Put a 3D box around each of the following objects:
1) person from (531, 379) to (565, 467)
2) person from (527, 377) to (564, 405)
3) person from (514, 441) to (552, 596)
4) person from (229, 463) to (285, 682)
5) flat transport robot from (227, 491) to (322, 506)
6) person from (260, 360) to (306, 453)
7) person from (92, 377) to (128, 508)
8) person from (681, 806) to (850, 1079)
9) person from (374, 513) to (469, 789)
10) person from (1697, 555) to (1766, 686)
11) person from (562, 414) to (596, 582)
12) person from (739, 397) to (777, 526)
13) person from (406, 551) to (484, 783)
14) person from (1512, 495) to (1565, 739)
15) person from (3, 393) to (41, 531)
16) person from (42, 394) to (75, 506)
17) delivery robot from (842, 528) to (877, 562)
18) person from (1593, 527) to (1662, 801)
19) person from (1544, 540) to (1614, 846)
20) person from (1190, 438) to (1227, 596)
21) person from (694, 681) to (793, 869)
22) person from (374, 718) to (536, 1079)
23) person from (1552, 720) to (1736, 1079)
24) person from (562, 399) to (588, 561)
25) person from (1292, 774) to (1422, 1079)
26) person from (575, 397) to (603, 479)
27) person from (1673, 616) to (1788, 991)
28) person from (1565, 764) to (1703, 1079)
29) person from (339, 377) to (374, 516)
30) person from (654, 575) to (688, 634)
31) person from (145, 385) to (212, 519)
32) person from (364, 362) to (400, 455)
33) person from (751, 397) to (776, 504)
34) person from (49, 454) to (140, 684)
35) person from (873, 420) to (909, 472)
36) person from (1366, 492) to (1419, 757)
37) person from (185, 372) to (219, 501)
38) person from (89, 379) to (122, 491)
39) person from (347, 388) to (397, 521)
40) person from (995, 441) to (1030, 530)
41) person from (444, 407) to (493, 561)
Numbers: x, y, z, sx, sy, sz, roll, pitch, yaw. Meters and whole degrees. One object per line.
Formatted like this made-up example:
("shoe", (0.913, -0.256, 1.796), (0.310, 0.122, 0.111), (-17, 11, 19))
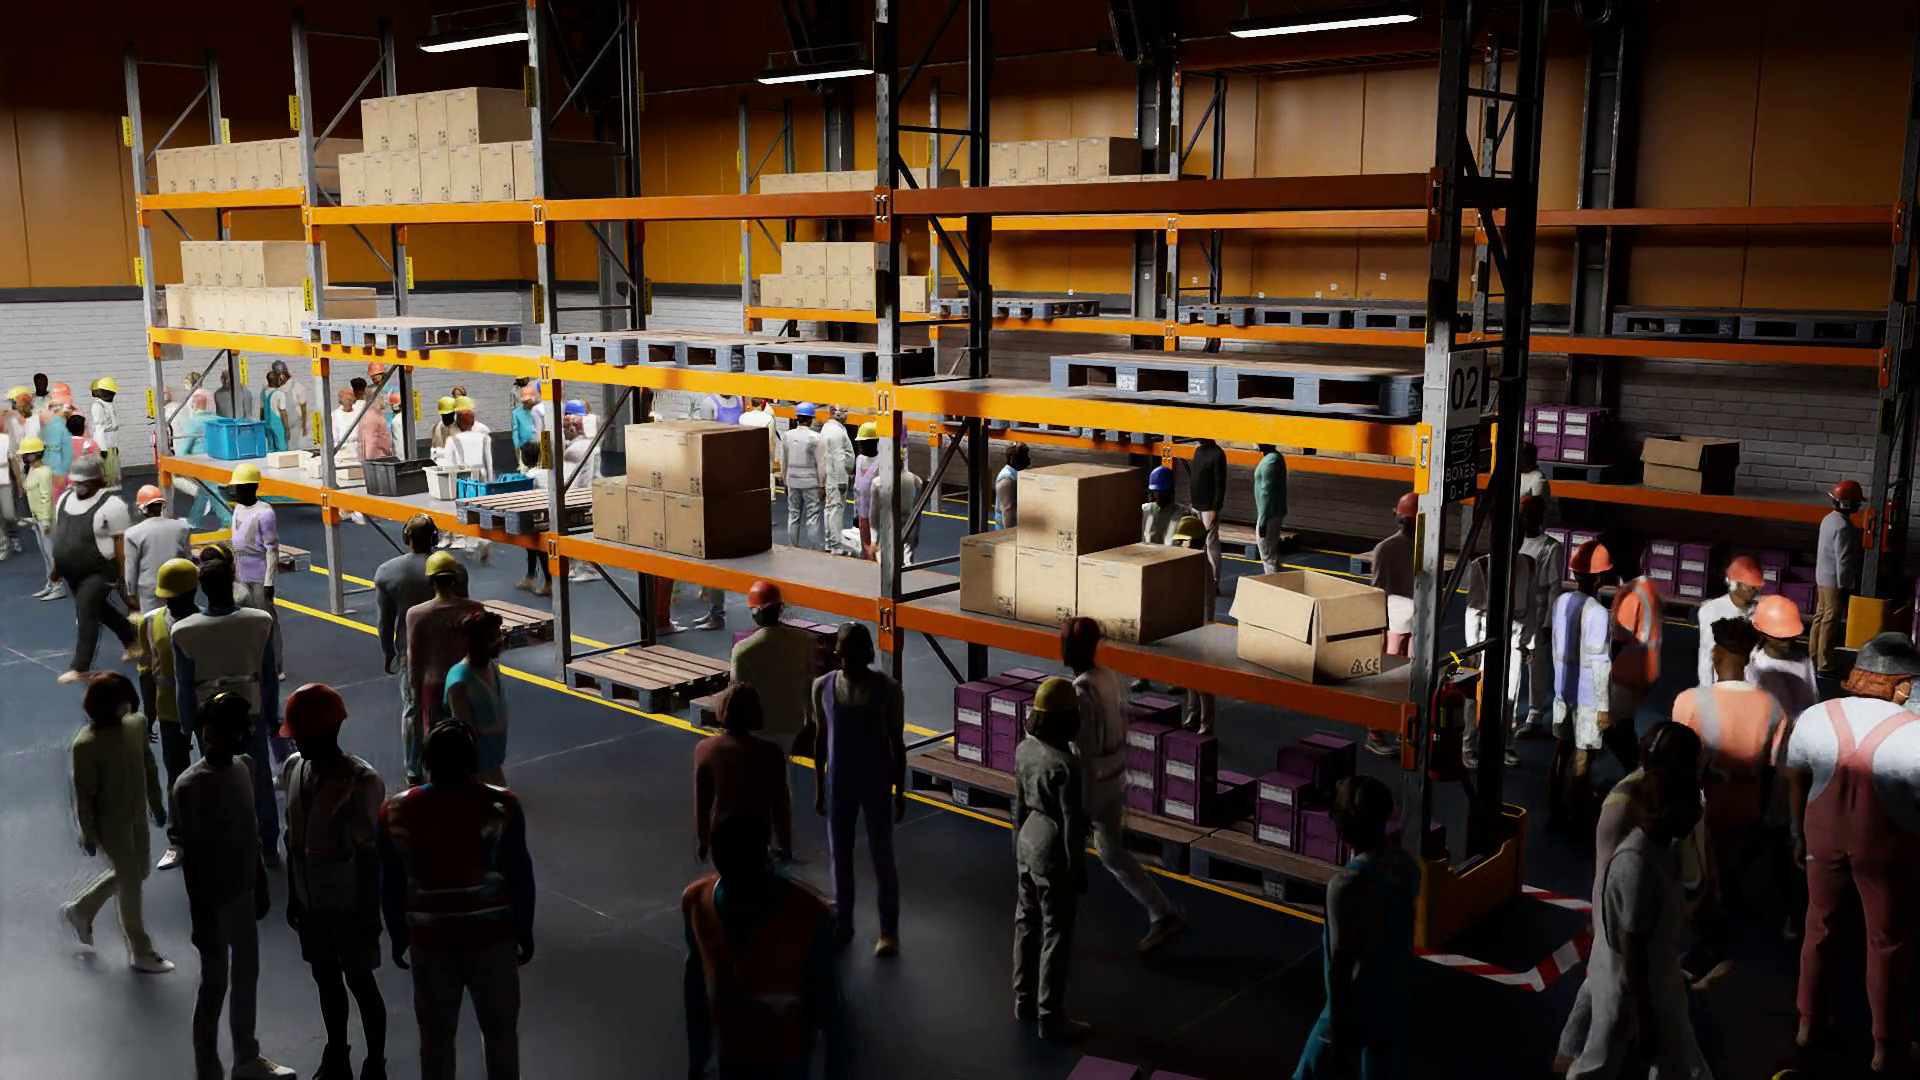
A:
("person", (-5.741, -1.287, 23.253), (0.411, 1.939, 0.605), (7, 12, 34))
("person", (-6.738, -1.944, 27.030), (0.657, 1.930, 0.389), (-7, 12, -35))
("person", (-4.673, -0.226, 17.989), (0.695, 1.669, 0.552), (2, 10, 13))
("person", (-6.083, 0.295, 14.336), (0.592, 1.929, 0.356), (8, 13, 38))
("flat transport robot", (-9.911, -0.653, 24.387), (1.431, 0.197, 0.652), (-1, 10, -7))
("person", (-10.685, -1.880, 26.319), (0.691, 2.000, 0.868), (-1, 10, -5))
("person", (-12.159, -1.369, 23.781), (0.388, 1.914, 0.594), (-2, 10, -12))
("person", (-0.669, 1.805, 5.969), (0.615, 1.881, 0.836), (4, 11, 24))
("person", (-3.716, 0.774, 11.604), (0.636, 1.939, 0.362), (-2, 10, -11))
("person", (5.214, 0.931, 11.328), (0.558, 1.729, 0.776), (-2, 10, -10))
("person", (-4.328, -0.475, 18.782), (0.403, 1.903, 0.652), (-1, 10, -3))
("person", (-2.724, -1.080, 22.381), (0.562, 1.837, 0.389), (6, 12, 32))
("person", (-3.430, 0.947, 11.150), (0.524, 1.759, 0.358), (-5, 11, -27))
("person", (4.357, 0.585, 12.830), (0.354, 1.883, 0.576), (-6, 12, -31))
("person", (-12.469, -1.077, 22.361), (0.607, 1.854, 0.816), (-3, 10, -15))
("person", (-11.126, -0.812, 20.557), (0.435, 1.952, 0.686), (-4, 11, -22))
("delivery robot", (-1.119, 0.020, 19.512), (0.477, 0.478, 0.707), (-5, 11, -26))
("person", (4.448, 0.875, 11.015), (0.521, 1.939, 0.626), (7, 12, 34))
("person", (3.949, 0.962, 10.531), (0.347, 1.943, 0.544), (-2, 10, -11))
("person", (2.647, -0.378, 17.966), (0.382, 1.993, 0.609), (-4, 11, -20))
("person", (-1.118, 1.517, 8.322), (0.501, 1.611, 0.585), (4, 11, 20))
("person", (-2.083, 1.643, 6.961), (0.619, 1.845, 0.430), (-1, 10, -8))
("person", (3.026, 1.637, 7.174), (0.975, 1.781, 0.607), (10, 14, 44))
("person", (-4.659, -0.729, 20.093), (0.394, 1.942, 0.601), (-1, 10, -4))
("person", (1.483, 1.763, 6.316), (0.518, 1.829, 0.581), (-7, 12, -34))
("person", (-5.357, -1.257, 23.979), (0.578, 1.619, 0.542), (9, 13, 40))
("person", (3.792, 1.353, 8.339), (0.658, 1.945, 0.570), (-2, 10, -9))
("person", (2.707, 1.766, 6.380), (0.905, 1.792, 0.570), (7, 12, 34))
("person", (-8.361, -1.293, 23.250), (0.610, 1.961, 0.378), (-7, 12, -36))
("person", (-2.907, -0.027, 16.228), (0.401, 1.910, 0.599), (-7, 12, -33))
("person", (-10.891, -1.220, 23.073), (0.821, 1.873, 0.660), (-5, 11, -26))
("person", (-8.882, -1.739, 25.574), (0.606, 2.033, 0.413), (2, 10, 13))
("person", (-2.888, -1.401, 24.464), (0.354, 1.738, 0.575), (-3, 11, -18))
("person", (-7.612, 0.177, 14.689), (0.682, 2.000, 0.991), (4, 11, 23))
("person", (-0.879, -0.912, 21.199), (0.549, 1.923, 0.390), (-8, 13, -37))
("person", (3.309, 0.620, 12.351), (0.620, 1.985, 0.408), (-5, 11, -28))
("person", (-11.258, -1.538, 24.711), (0.373, 1.931, 0.635), (0, 10, -2))
("person", (-13.226, -1.618, 25.701), (0.485, 1.737, 0.321), (9, 14, 43))
("person", (-8.062, -1.158, 22.782), (0.956, 1.859, 0.677), (-4, 11, -21))
("person", (0.570, -0.069, 16.650), (0.429, 1.844, 0.624), (2, 10, 12))
("person", (-5.847, -0.655, 19.907), (0.594, 1.862, 0.788), (-9, 13, -42))
